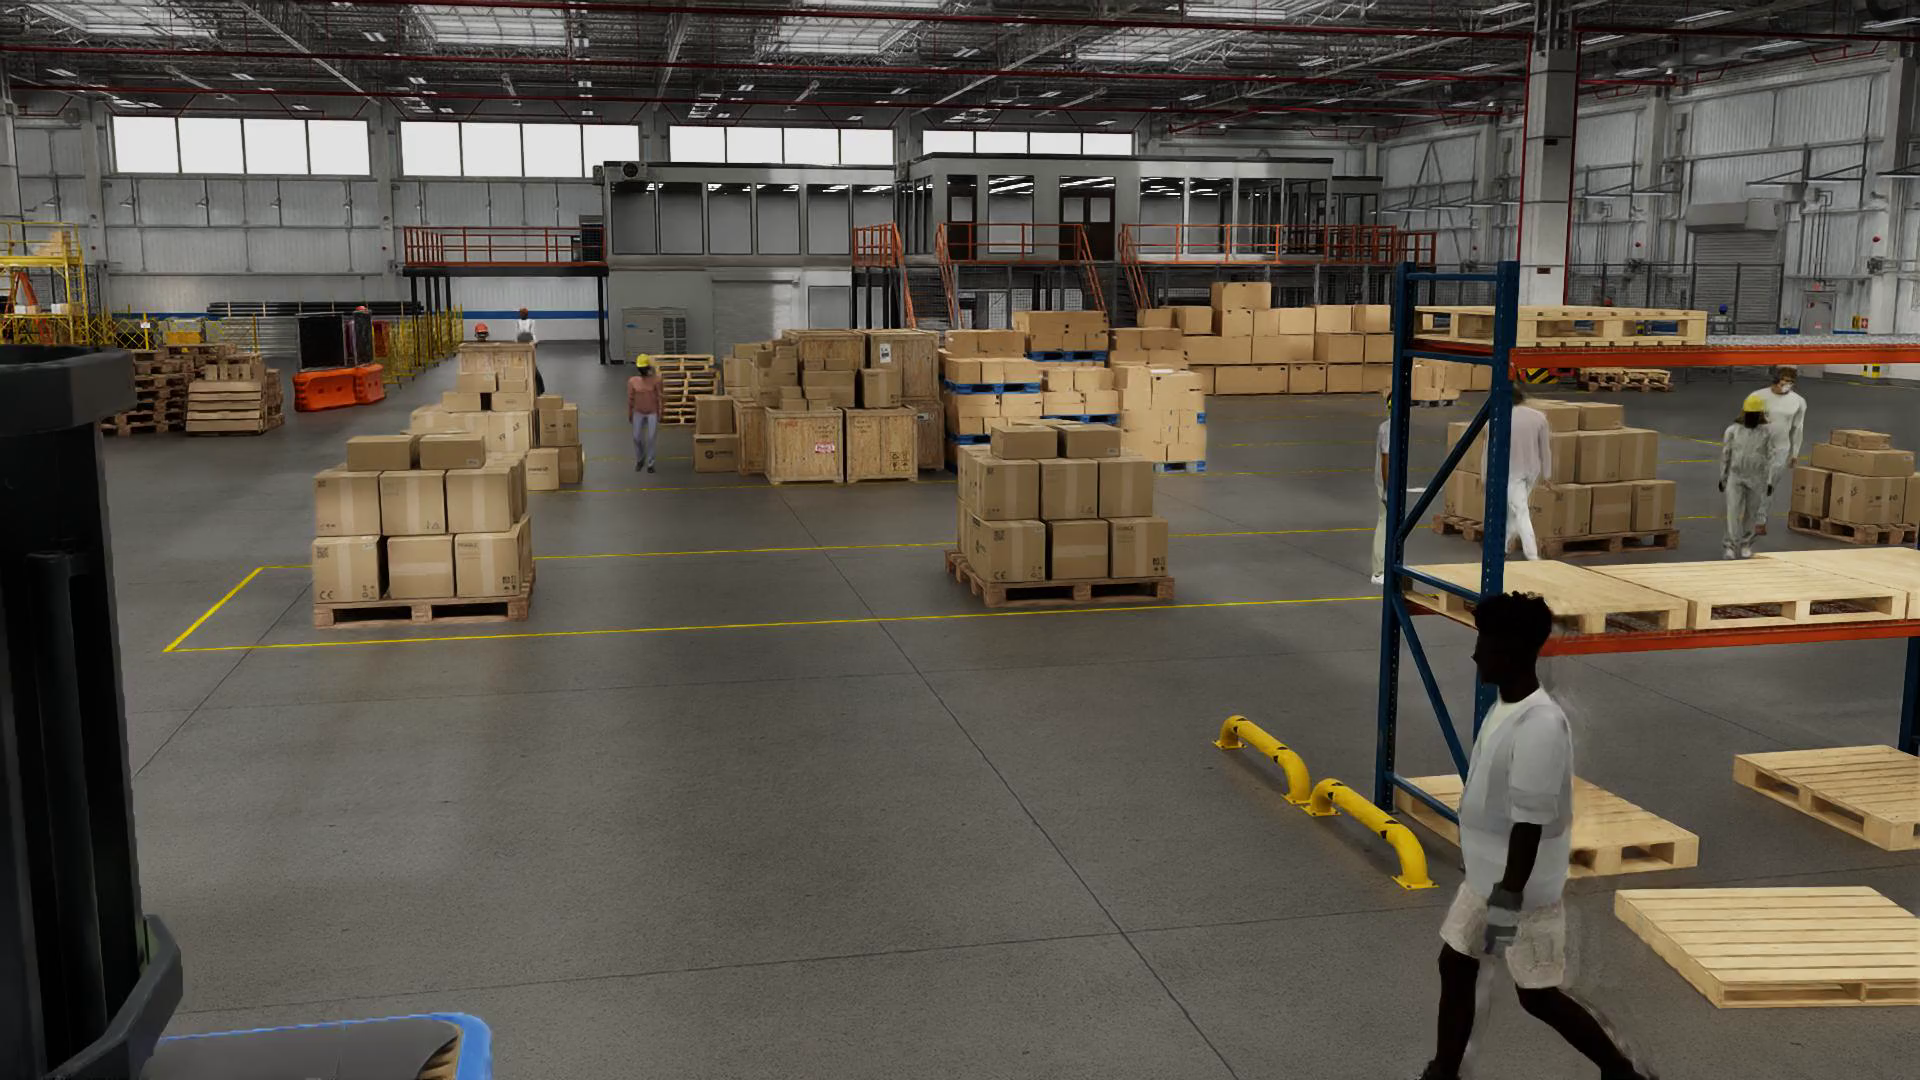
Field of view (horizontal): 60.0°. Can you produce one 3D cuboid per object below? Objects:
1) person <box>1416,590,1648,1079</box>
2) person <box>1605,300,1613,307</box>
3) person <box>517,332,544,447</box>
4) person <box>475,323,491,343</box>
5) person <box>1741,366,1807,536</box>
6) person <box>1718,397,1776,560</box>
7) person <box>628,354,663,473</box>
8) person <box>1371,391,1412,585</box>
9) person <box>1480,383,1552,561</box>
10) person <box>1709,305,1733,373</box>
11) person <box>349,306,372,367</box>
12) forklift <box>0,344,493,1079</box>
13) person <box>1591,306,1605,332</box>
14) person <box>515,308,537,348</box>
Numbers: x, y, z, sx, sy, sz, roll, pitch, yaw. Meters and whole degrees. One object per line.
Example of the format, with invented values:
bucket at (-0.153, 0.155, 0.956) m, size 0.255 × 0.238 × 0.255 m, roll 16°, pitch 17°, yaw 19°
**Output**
person at (1.955, 1.127, 5.654) m, size 0.918 × 1.942 × 0.609 m, roll 1°, pitch 9°, yaw 4°
person at (20.404, -6.599, 52.568) m, size 0.611 × 1.985 × 0.393 m, roll -7°, pitch 12°, yaw -38°
person at (-6.653, -2.256, 25.926) m, size 0.942 × 2.000 × 0.698 m, roll -2°, pitch 10°, yaw -12°
person at (-8.672, -2.947, 30.281) m, size 0.619 × 1.994 × 0.381 m, roll -8°, pitch 12°, yaw -39°
person at (9.097, -1.001, 18.686) m, size 0.689 × 1.905 × 0.462 m, roll 2°, pitch 10°, yaw 14°
person at (8.046, -0.619, 17.002) m, size 0.511 × 1.691 × 0.919 m, roll 4°, pitch 10°, yaw 24°
person at (-4.586, -1.838, 24.285) m, size 0.528 × 1.750 × 0.397 m, roll 0°, pitch 9°, yaw -2°
person at (4.098, -0.498, 15.759) m, size 0.332 × 1.865 × 0.520 m, roll 5°, pitch 10°, yaw 27°
person at (5.585, -0.643, 16.696) m, size 0.634 × 1.852 × 1.107 m, roll -2°, pitch 9°, yaw -10°
person at (21.597, -5.701, 47.206) m, size 0.616 × 1.946 × 0.392 m, roll 8°, pitch 12°, yaw 39°
person at (-15.064, -4.876, 41.922) m, size 0.612 × 2.036 × 0.407 m, roll 1°, pitch 9°, yaw 8°
forklift at (-2.020, 0.986, 3.615) m, size 1.873 × 2.768 × 1.129 m, roll -2°, pitch 10°, yaw -12°
person at (18.229, -5.701, 47.299) m, size 0.585 × 1.918 × 0.381 m, roll 2°, pitch 9°, yaw 9°
person at (-12.064, -5.497, 46.182) m, size 0.602 × 1.870 × 0.446 m, roll 0°, pitch 9°, yaw -1°
